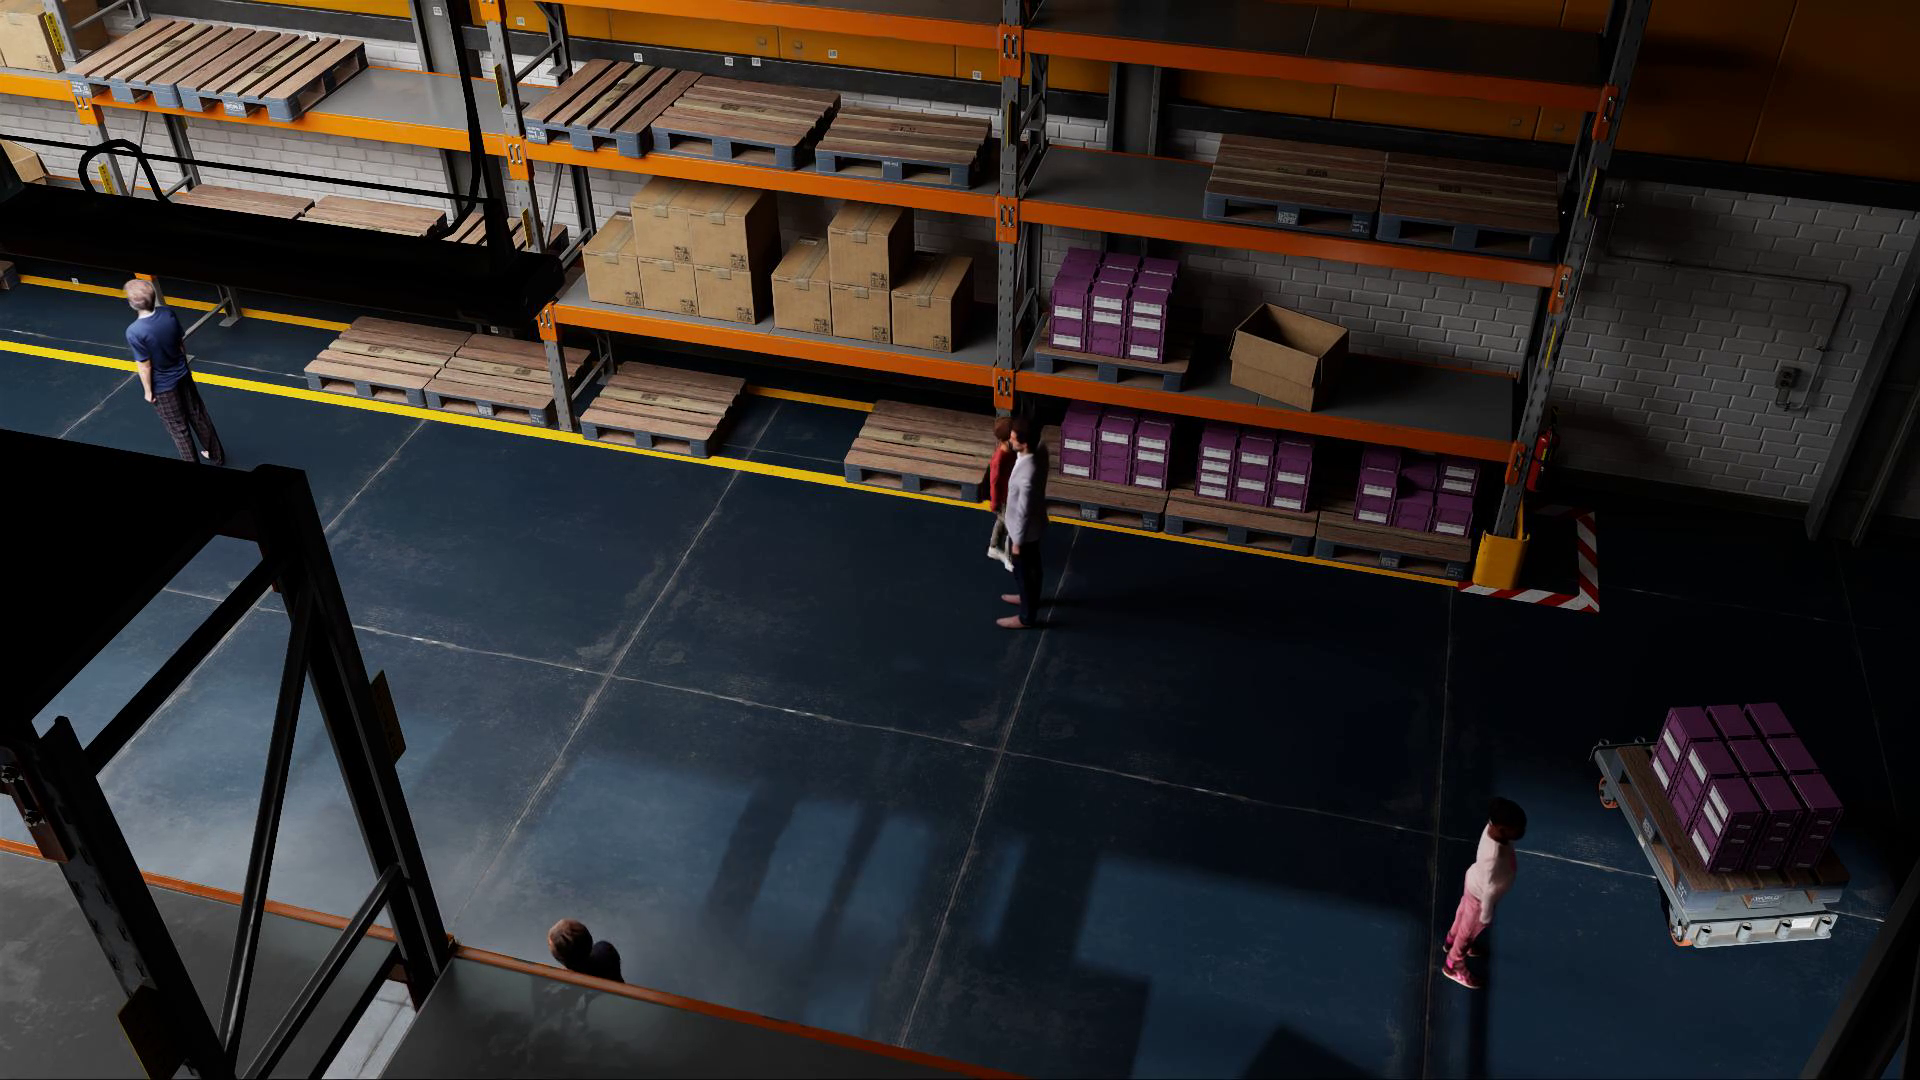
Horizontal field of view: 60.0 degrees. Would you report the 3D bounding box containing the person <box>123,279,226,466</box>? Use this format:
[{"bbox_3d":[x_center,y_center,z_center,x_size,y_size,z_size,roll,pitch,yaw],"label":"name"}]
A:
[{"bbox_3d":[-6.531,-1.324,13.760,0.597,1.870,0.691,16,41,19],"label":"person"}]

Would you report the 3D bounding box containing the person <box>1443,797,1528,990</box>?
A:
[{"bbox_3d":[3.109,2.053,9.870,0.484,1.448,0.554,11,40,13],"label":"person"}]

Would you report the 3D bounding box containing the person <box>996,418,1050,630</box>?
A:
[{"bbox_3d":[0.508,-0.132,12.286,0.587,1.847,0.664,9,39,11],"label":"person"}]

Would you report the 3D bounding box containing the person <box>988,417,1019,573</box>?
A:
[{"bbox_3d":[0.300,-0.382,12.953,0.680,1.405,0.567,15,41,18],"label":"person"}]

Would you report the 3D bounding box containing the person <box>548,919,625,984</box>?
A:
[{"bbox_3d":[-1.858,2.664,8.830,1.100,1.791,0.746,13,40,15],"label":"person"}]
